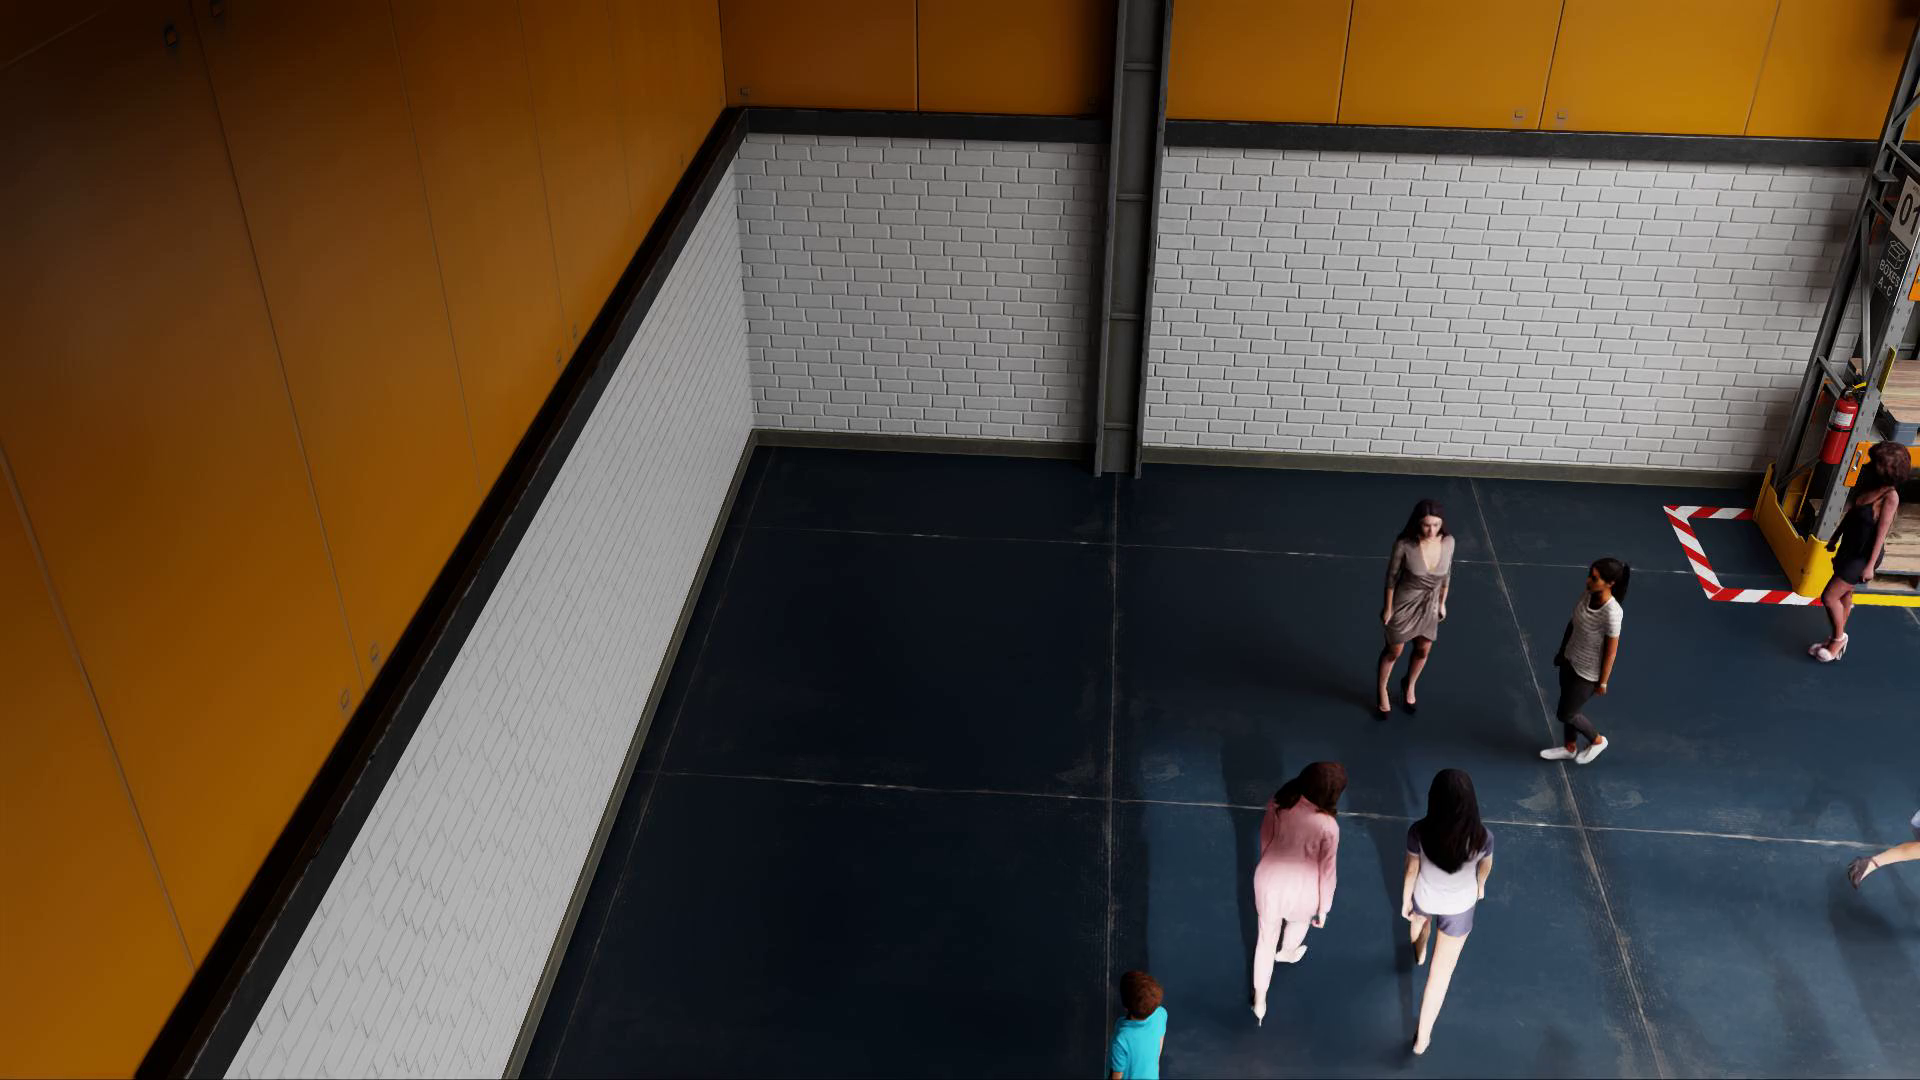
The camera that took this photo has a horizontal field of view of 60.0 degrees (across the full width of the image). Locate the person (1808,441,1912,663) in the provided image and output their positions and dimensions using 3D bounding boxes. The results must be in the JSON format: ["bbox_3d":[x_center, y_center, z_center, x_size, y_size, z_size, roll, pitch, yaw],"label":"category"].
[{"bbox_3d":[6.343,0.117,11.583,0.596,1.781,0.596,4,34,5],"label":"person"}]

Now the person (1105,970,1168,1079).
[{"bbox_3d":[0.848,2.637,8.091,0.585,1.449,0.645,-25,41,-32],"label":"person"}]

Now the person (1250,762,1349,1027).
[{"bbox_3d":[1.731,1.922,8.875,0.922,1.772,0.888,14,36,20],"label":"person"}]

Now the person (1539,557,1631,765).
[{"bbox_3d":[4.104,0.796,10.696,0.683,1.632,0.612,-2,34,-3],"label":"person"}]

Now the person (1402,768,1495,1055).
[{"bbox_3d":[2.560,1.996,8.873,1.163,1.652,0.881,11,35,16],"label":"person"}]

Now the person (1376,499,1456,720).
[{"bbox_3d":[3.023,0.446,11.126,0.542,1.739,0.711,-6,34,-10],"label":"person"}]
